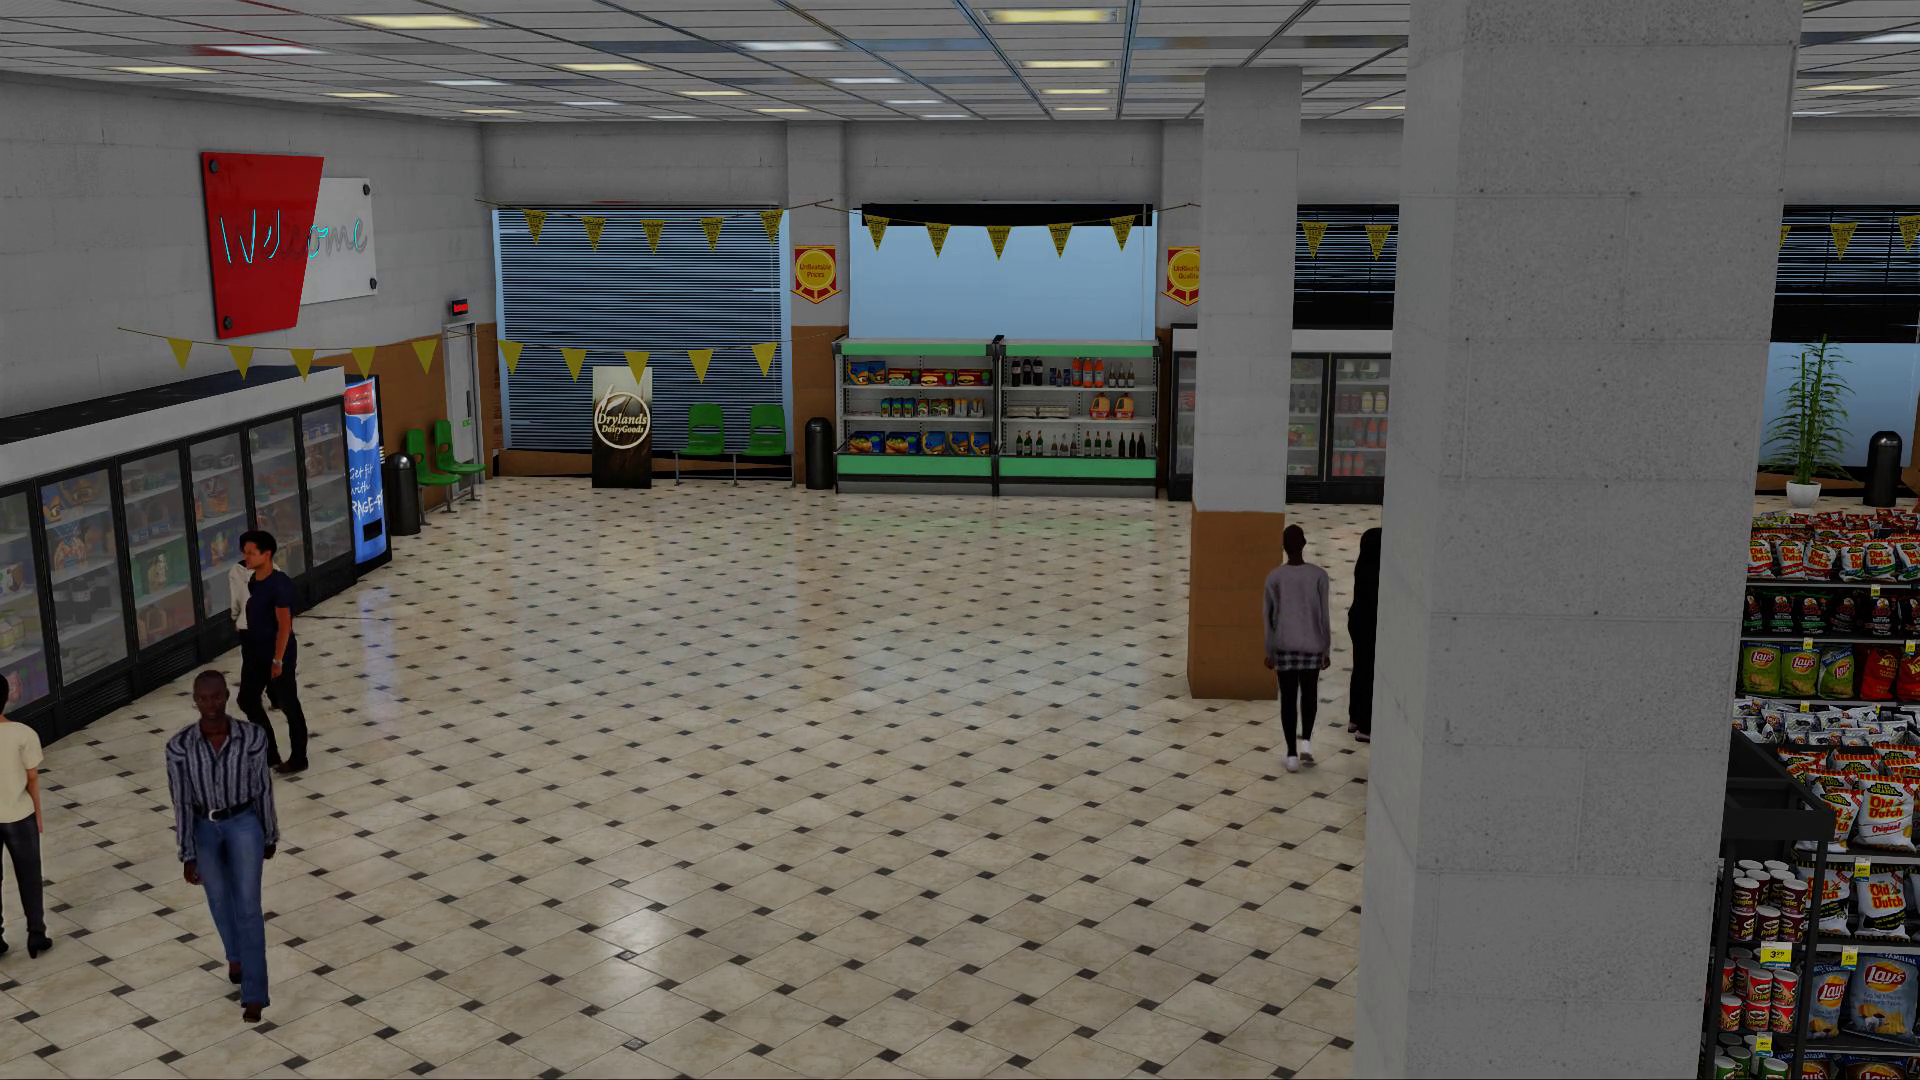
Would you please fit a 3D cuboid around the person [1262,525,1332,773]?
[{"bbox_3d":[2.397,0.794,11.761,0.570,1.751,0.684,2,12,7],"label":"person"}]

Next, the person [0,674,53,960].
[{"bbox_3d":[-5.129,1.482,8.901,0.555,1.584,0.704,-4,13,-18],"label":"person"}]

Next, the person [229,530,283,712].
[{"bbox_3d":[-5.567,0.642,13.205,0.460,1.453,0.644,0,12,1],"label":"person"}]

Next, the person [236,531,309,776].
[{"bbox_3d":[-4.756,0.788,11.728,0.774,1.776,0.851,9,15,37],"label":"person"}]

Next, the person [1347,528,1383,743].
[{"bbox_3d":[3.084,0.703,12.521,0.627,1.617,0.647,0,12,1],"label":"person"}]

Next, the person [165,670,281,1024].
[{"bbox_3d":[-3.721,1.512,8.386,1.227,1.737,1.063,-5,13,-22],"label":"person"}]
